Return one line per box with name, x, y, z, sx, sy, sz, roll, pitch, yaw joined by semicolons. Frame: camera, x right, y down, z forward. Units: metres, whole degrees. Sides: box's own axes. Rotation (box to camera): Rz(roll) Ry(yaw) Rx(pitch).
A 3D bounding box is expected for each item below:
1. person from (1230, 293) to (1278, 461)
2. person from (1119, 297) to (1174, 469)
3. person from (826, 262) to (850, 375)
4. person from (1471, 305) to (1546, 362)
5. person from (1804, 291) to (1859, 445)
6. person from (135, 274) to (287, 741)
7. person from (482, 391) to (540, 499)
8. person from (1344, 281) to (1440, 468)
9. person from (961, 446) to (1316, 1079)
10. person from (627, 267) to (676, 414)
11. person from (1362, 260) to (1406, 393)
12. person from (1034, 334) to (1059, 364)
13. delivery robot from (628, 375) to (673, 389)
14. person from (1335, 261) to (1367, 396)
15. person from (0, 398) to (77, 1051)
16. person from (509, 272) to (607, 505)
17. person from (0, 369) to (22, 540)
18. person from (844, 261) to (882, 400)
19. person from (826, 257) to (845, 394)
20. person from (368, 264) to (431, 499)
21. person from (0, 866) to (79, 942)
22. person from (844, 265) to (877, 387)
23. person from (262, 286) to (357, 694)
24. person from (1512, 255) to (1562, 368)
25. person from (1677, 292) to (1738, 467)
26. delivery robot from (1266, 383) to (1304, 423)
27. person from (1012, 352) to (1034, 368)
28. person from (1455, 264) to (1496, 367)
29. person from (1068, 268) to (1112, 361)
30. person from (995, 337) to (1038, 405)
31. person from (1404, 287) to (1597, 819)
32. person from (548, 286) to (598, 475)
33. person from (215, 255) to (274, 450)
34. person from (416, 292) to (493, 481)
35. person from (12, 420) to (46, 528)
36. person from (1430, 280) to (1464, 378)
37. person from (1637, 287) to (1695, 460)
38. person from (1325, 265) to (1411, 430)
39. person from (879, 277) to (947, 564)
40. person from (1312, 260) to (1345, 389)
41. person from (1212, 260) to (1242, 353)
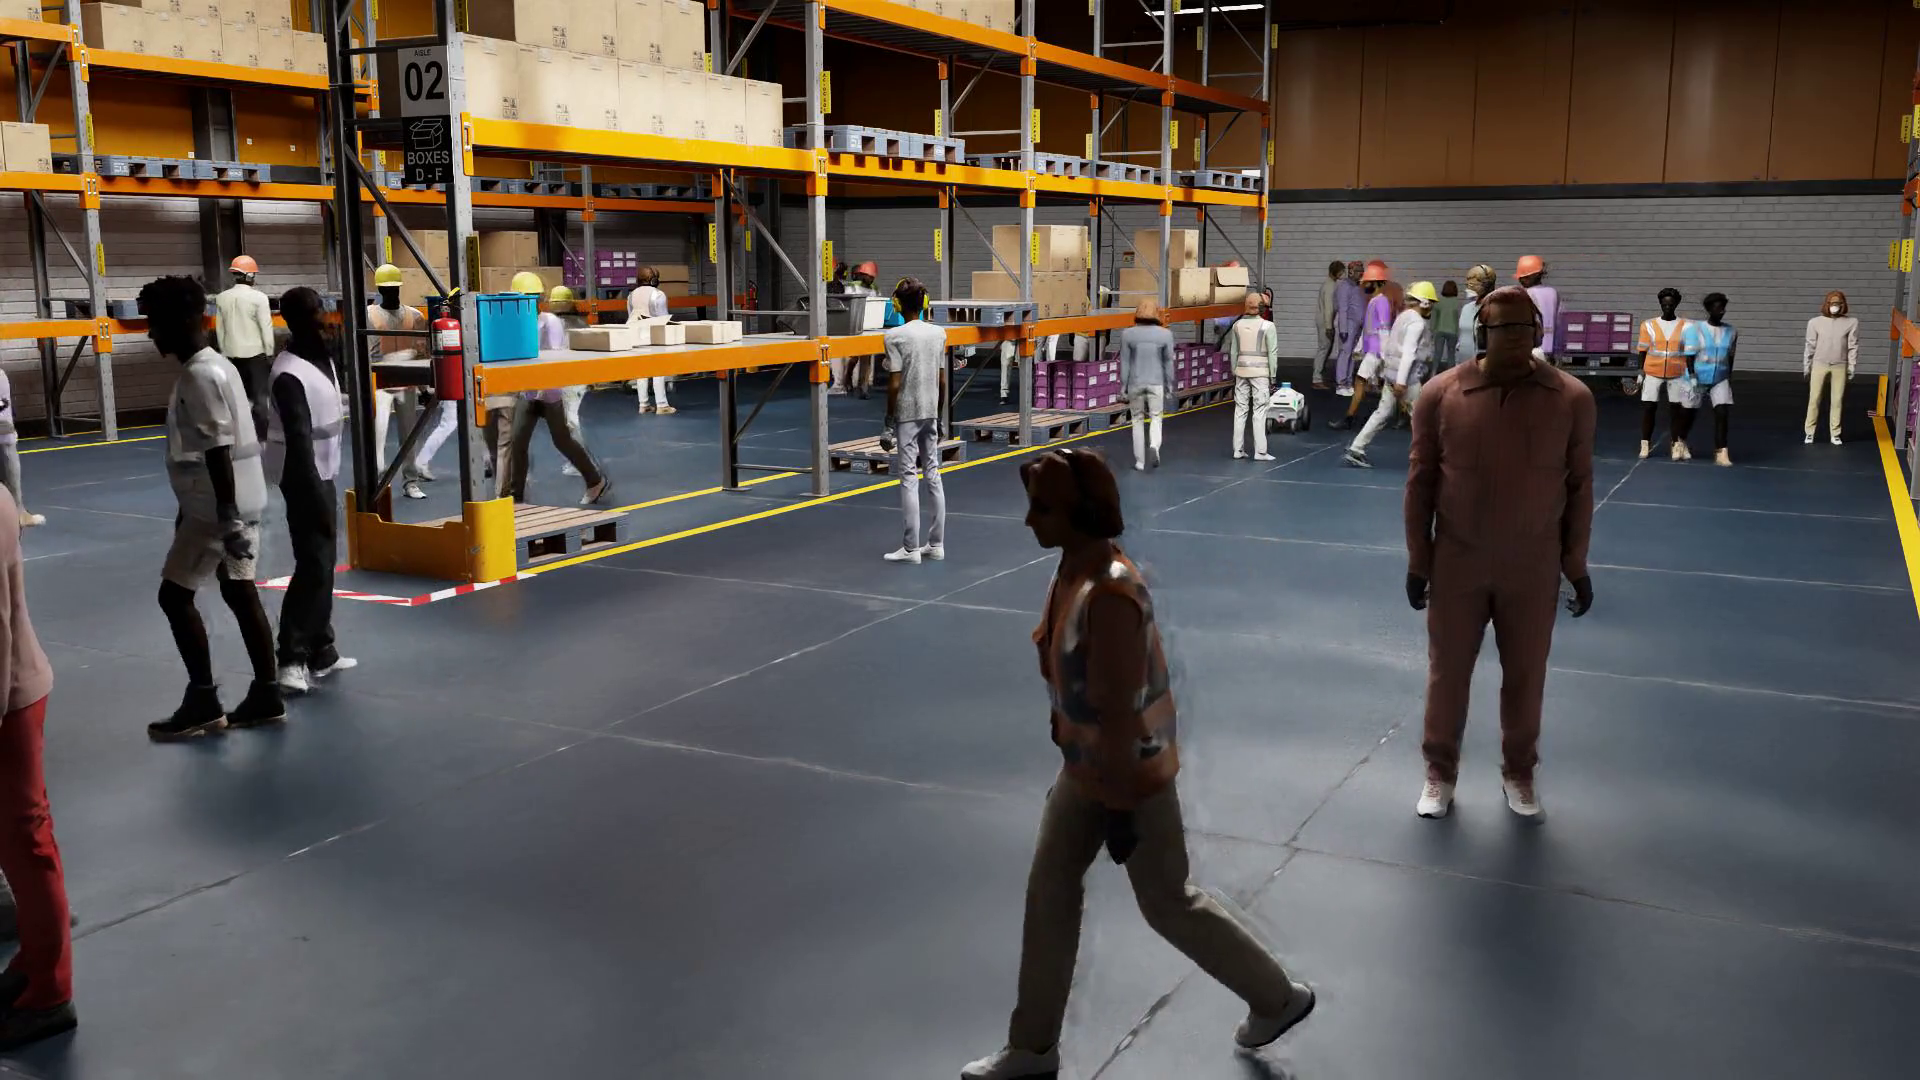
person;2.864;-1.584;16.215;0.522;1.636;0.310;10;14;44
person;1.724;-1.433;15.401;0.502;1.618;0.525;1;10;4
person;-1.969;-3.674;27.638;0.536;1.869;0.314;3;10;16
person;3.402;-0.612;10.325;0.593;1.718;0.371;-3;10;-16
person;9.204;-1.818;17.597;0.504;1.626;0.278;3;10;19
person;-3.212;-0.137;6.990;0.678;1.935;0.609;-2;10;-11
person;-3.670;-1.058;13.316;0.541;1.583;0.878;0;10;2
person;4.084;-1.527;15.534;0.941;1.774;0.614;0;10;-3
person;0.459;0.554;4.010;0.836;1.589;0.523;-2;10;-12
person;-3.877;-2.508;20.964;0.624;1.847;0.429;6;11;31
person;6.031;-3.015;23.696;0.596;1.919;0.928;-3;10;-16
person;1.424;-3.559;26.803;0.627;1.933;0.356;9;13;41
delivery robot;-4.433;-2.396;23.770;0.477;0.478;0.707;7;12;33
person;5.575;-2.995;23.610;0.402;1.904;0.651;6;12;33
person;-2.496;0.419;4.243;0.329;1.769;0.526;-5;11;-27
person;-3.270;-1.178;13.170;0.581;1.889;0.954;8;12;38
person;-4.315;-0.147;7.082;0.553;1.922;0.729;0;10;-2
person;-1.370;-2.900;23.037;0.580;1.913;0.608;-4;11;-22
person;-1.834;-3.061;23.788;0.449;1.973;0.612;-3;10;-18
person;-4.629;-1.278;13.597;0.585;1.929;0.370;-7;12;-35
person;-3.075;0.253;4.800;0.745;1.921;0.622;-5;11;-25
person;-1.536;-3.247;25.251;0.624;1.844;0.430;-6;11;-30
person;-3.061;-0.238;7.767;0.370;1.876;0.686;-2;10;-12
person;5.950;-1.931;17.164;0.647;2.002;0.495;-5;11;-29
person;7.166;-1.558;15.998;0.533;1.655;0.826;0;10;1
delivery robot;3.673;-1.533;18.757;0.477;0.478;0.707;3;11;18
person;1.101;-3.983;29.390;0.573;1.883;0.355;-5;11;-27
person;4.162;-1.232;13.322;0.371;1.934;0.627;-3;10;-19
person;1.790;-2.837;22.924;0.621;1.835;0.430;-1;10;-4
person;0.748;-2.708;22.150;0.601;1.830;0.404;0;10;-1
person;1.934;0.069;5.973;0.678;1.929;0.510;2;10;14
person;-3.603;-1.452;15.208;0.571;1.720;0.513;5;11;28
person;-7.339;-1.925;17.149;0.613;1.994;0.395;2;10;12
person;-4.488;-1.379;14.772;0.877;1.719;0.528;-4;11;-22
person;-7.126;-1.019;11.892;0.614;2.012;0.933;4;10;20
person;7.445;-3.177;25.512;0.511;1.611;0.743;6;11;29
person;6.900;-1.620;16.282;0.536;1.690;0.322;4;11;22
person;4.746;-2.170;18.915;1.013;1.894;0.563;2;10;10
person;-0.309;-0.771;10.861;0.521;1.864;0.334;-8;13;-39
person;5.500;-3.208;24.820;0.416;1.919;0.652;3;10;14
person;4.158;-3.401;25.941;0.568;1.913;0.851;-3;10;-15
